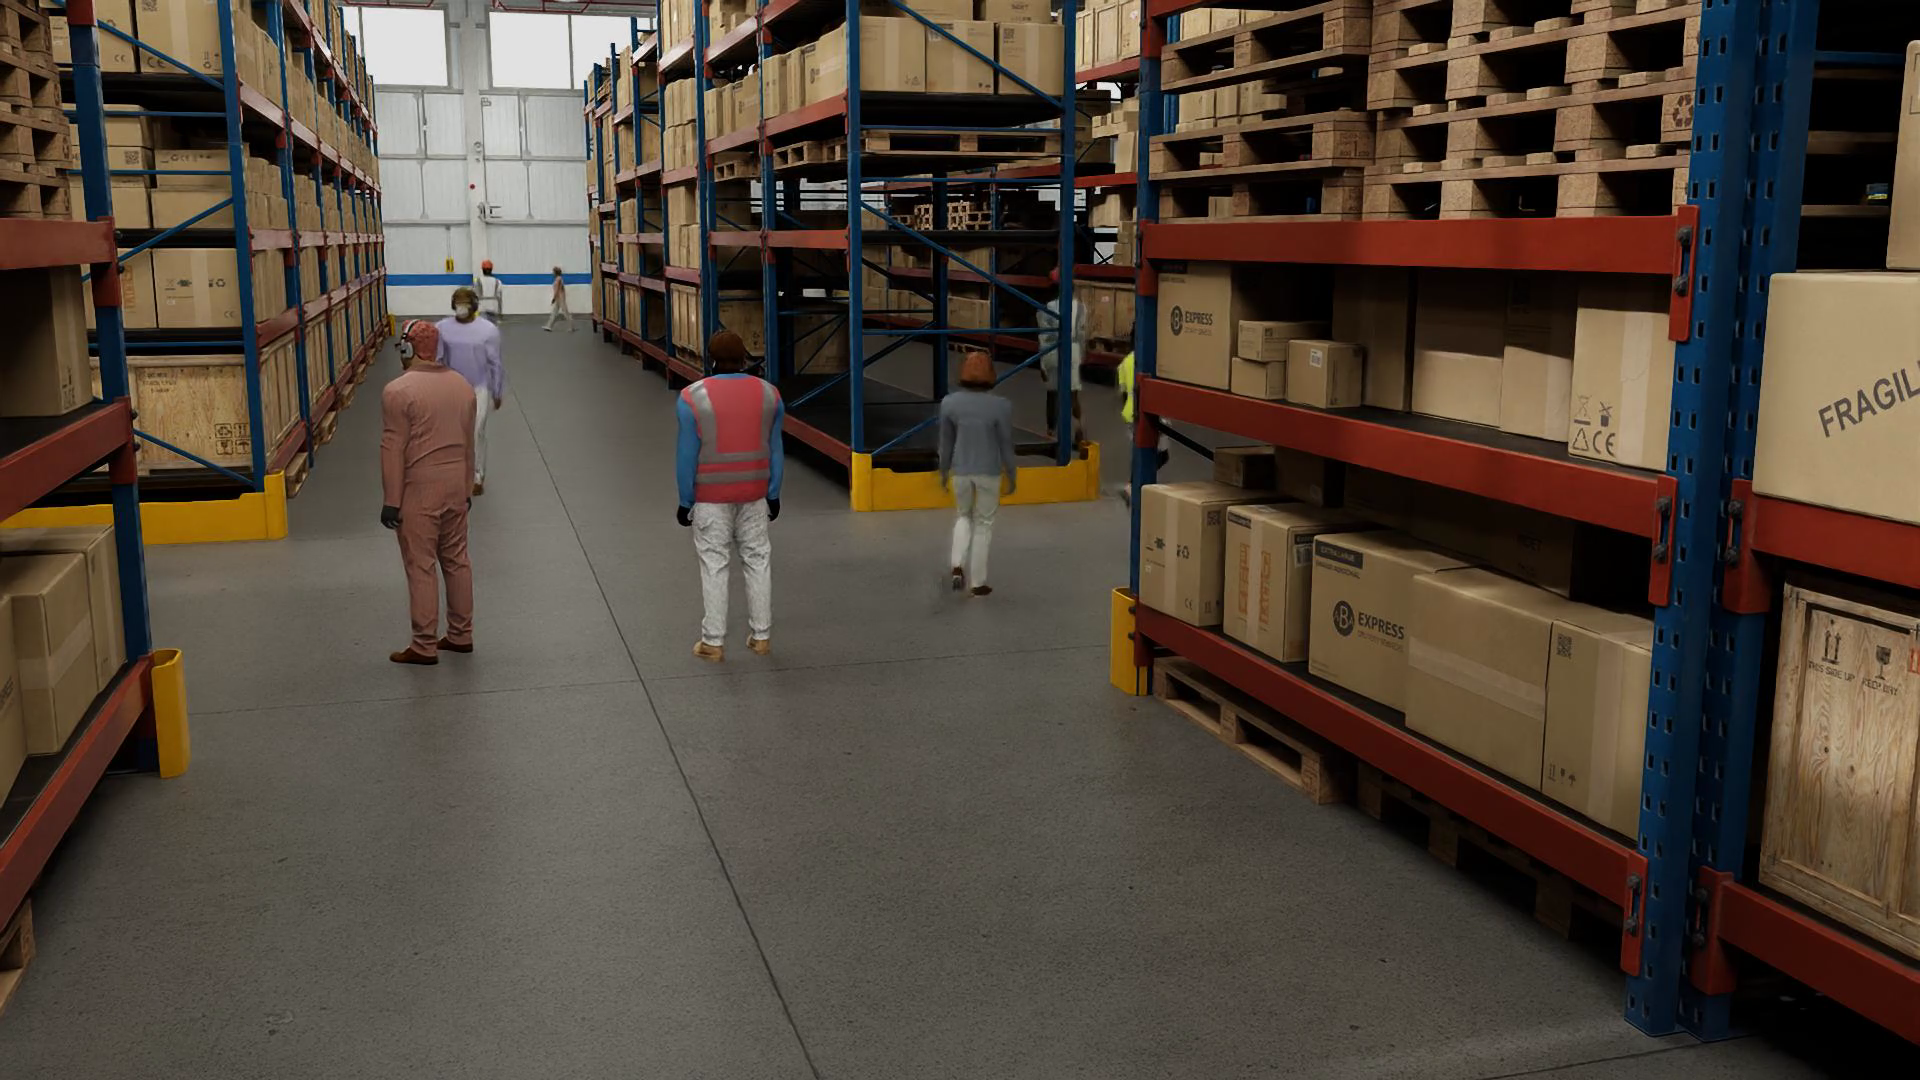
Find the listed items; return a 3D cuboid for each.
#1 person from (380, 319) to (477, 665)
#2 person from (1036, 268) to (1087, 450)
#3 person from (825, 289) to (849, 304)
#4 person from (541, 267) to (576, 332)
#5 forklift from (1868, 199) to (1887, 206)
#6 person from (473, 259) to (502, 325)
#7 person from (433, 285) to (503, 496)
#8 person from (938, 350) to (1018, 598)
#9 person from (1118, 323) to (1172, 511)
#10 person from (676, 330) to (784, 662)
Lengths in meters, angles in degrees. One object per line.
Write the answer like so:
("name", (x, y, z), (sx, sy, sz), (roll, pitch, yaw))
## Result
("person", (-2.961, -0.266, 9.234), (0.400, 1.901, 0.645), (5, 11, 25))
("person", (1.149, -2.013, 18.510), (0.607, 2.019, 0.945), (-2, 11, -12))
("person", (-2.287, -4.370, 31.870), (0.632, 1.846, 0.429), (-9, 14, -41))
("person", (-9.968, -5.965, 41.279), (0.875, 1.594, 0.510), (-3, 11, -14))
("forklift", (11.338, -2.915, 21.052), (1.129, 2.768, 1.873), (-3, 11, -17))
("person", (-9.260, -4.553, 32.685), (0.551, 1.914, 0.739), (-5, 12, -28))
("person", (-4.517, -1.387, 15.326), (0.635, 1.918, 0.708), (0, 10, -2))
("person", (0.126, -0.423, 10.837), (0.511, 1.618, 0.341), (4, 11, 21))
("person", (1.509, -1.011, 13.932), (0.504, 1.664, 0.589), (-7, 13, -35))
("person", (-1.288, -0.245, 9.262), (0.636, 1.842, 0.429), (-6, 12, -29))
